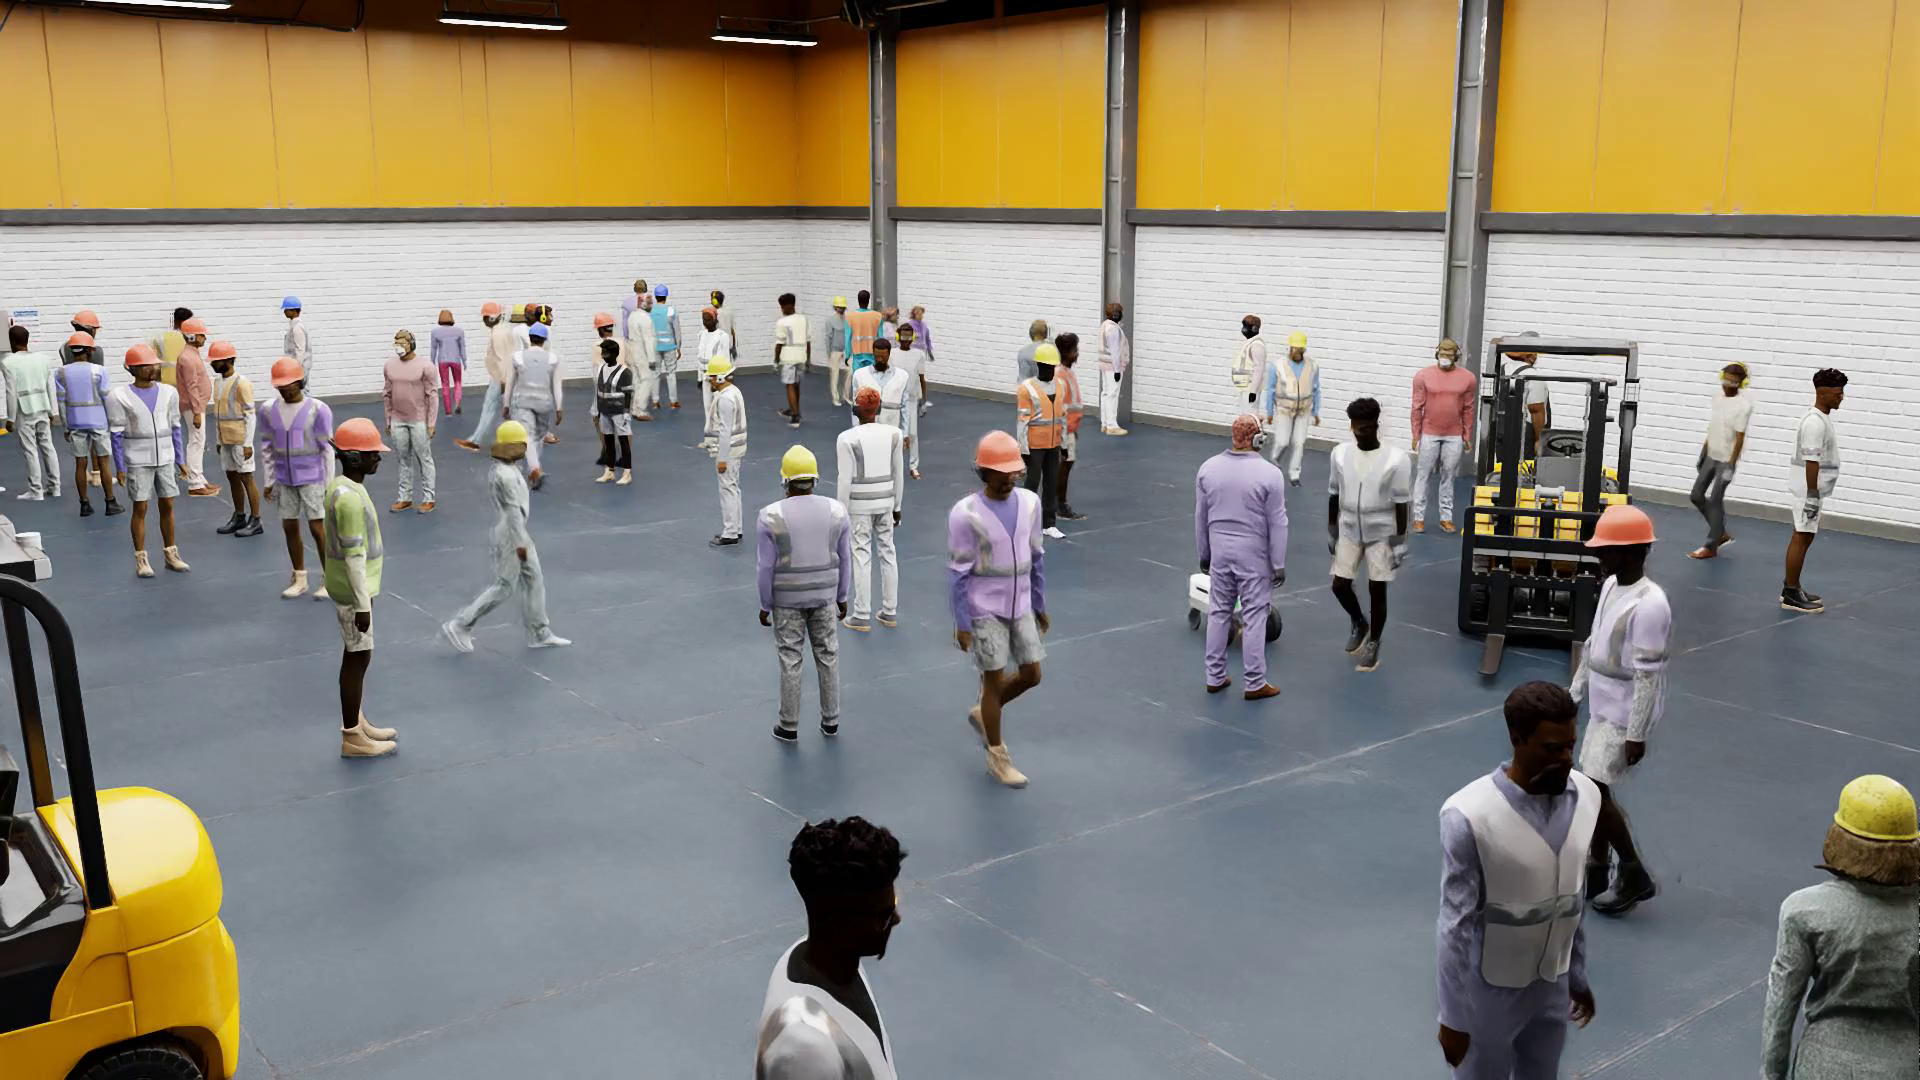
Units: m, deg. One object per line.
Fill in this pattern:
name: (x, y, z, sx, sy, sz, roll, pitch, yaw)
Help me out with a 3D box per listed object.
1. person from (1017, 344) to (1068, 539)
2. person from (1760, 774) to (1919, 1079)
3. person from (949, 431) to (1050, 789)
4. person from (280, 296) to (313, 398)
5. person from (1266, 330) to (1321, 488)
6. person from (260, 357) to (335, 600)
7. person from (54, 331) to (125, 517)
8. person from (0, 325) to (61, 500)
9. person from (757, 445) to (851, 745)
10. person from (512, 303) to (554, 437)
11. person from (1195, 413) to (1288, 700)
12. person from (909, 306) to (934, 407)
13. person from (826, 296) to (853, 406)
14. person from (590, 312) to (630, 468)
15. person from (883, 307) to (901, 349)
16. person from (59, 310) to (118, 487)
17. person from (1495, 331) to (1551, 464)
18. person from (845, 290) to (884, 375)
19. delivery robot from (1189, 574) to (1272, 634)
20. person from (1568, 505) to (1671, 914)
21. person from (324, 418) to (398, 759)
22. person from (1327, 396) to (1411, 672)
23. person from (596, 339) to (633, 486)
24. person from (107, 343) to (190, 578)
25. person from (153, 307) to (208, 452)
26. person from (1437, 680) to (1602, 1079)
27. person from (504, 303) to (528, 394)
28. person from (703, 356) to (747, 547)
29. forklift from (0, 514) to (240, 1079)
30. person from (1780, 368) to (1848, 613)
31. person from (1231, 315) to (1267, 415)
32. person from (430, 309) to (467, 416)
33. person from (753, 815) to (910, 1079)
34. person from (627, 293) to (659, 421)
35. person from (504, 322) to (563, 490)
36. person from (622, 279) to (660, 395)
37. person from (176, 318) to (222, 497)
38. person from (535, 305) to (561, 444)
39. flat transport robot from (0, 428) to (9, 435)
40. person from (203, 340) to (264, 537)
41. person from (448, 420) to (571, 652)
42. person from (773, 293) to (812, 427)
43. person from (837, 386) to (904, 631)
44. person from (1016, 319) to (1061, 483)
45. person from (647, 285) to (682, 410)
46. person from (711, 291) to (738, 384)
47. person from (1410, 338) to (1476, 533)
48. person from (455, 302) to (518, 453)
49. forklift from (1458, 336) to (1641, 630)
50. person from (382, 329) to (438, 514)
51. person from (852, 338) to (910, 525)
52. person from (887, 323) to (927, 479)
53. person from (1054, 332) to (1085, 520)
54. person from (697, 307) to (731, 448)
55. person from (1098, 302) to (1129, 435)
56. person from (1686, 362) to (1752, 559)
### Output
person: (0.816, -0.941, 16.093, 0.581, 1.919, 0.393, -9, 15, -38)
person: (2.531, 1.512, 4.705, 0.496, 1.732, 0.383, 3, 12, 16)
person: (0.208, 0.375, 9.449, 0.640, 2.031, 0.563, -8, 14, -33)
person: (-9.208, -2.422, 23.156, 0.382, 1.949, 0.605, -5, 13, -23)
person: (3.812, -1.502, 19.054, 0.609, 1.813, 0.526, -1, 12, -5)
person: (-5.436, -0.496, 13.672, 0.621, 2.020, 0.454, 2, 12, 8)
person: (-9.068, -1.203, 17.322, 0.542, 1.928, 0.374, -2, 12, -9)
person: (-10.195, -1.392, 18.261, 0.371, 1.915, 0.597, 4, 12, 19)
person: (-0.952, 0.334, 10.119, 0.590, 1.837, 0.404, -5, 13, -22)
person: (-5.838, -2.304, 22.775, 0.574, 1.876, 0.355, -10, 15, -40)
person: (1.886, 0.104, 11.059, 0.652, 1.906, 0.403, 9, 15, 37)
person: (-0.756, -2.952, 26.586, 0.872, 1.595, 0.513, 9, 14, 36)
person: (-1.875, -2.979, 26.314, 0.557, 1.748, 0.525, -8, 14, -32)
person: (-4.314, -1.838, 20.427, 0.658, 1.907, 0.582, 11, 16, 42)
person: (-1.092, -2.790, 25.719, 0.469, 1.625, 0.528, 7, 13, 29)
person: (-9.970, -1.614, 19.070, 0.612, 2.029, 0.409, 5, 13, 21)
person: (5.491, -1.034, 16.228, 0.536, 2.000, 0.676, -5, 13, -24)
person: (-1.439, -2.796, 25.035, 0.600, 1.917, 0.376, -2, 12, -10)
delivery robot: (2.037, 0.421, 12.560, 0.477, 0.478, 0.707, -5, 14, -23)
person: (3.019, 0.785, 7.718, 0.407, 1.921, 0.567, 1, 12, 5)
person: (-3.552, 0.287, 9.887, 0.418, 2.035, 0.601, -5, 13, -22)
person: (2.852, -0.045, 11.672, 0.633, 1.942, 0.466, 9, 14, 36)
person: (-3.998, -1.475, 19.206, 0.531, 1.692, 0.320, 7, 14, 32)
person: (-7.102, -0.701, 14.601, 0.356, 2.047, 0.615, 10, 15, 40)
person: (-10.010, -2.009, 21.270, 0.636, 1.924, 0.856, -3, 12, -14)
person: (1.679, 1.343, 5.063, 0.602, 1.916, 0.390, -6, 13, -28)
person: (-6.491, -2.625, 24.637, 0.492, 1.742, 0.319, -1, 12, -5)
person: (-2.233, -0.843, 15.851, 0.403, 1.821, 0.601, 0, 12, -1)
forklift: (-3.687, 1.115, 5.480, 2.313, 2.155, 1.214, -9, 15, -36)
person: (6.870, -0.410, 13.397, 0.362, 1.962, 0.614, 6, 13, 25)
person: (3.627, -1.906, 20.921, 0.429, 1.843, 0.634, 0, 12, -2)
person: (-7.752, -2.682, 25.191, 0.531, 1.615, 0.345, -4, 13, -21)
person: (-0.293, 1.570, 3.837, 0.368, 1.962, 0.613, 0, 12, -1)
person: (-4.696, -2.717, 24.733, 0.394, 1.890, 0.676, -6, 13, -29)
person: (-4.860, -1.529, 19.007, 0.667, 1.894, 0.925, -4, 12, -18)
person: (-5.333, -3.397, 27.887, 0.634, 1.937, 0.355, 1, 12, 4)
person: (-8.471, -1.470, 18.486, 0.403, 1.987, 0.608, -5, 13, -23)
person: (-5.608, -2.230, 22.442, 0.331, 1.863, 0.509, -4, 12, -18)
flat transport robot: (-13.757, -1.455, 22.558, 0.652, 0.197, 1.431, 3, 12, 15)
person: (-7.123, -0.989, 16.266, 0.551, 1.932, 0.376, 8, 14, 34)
person: (-3.326, -0.022, 12.136, 0.790, 1.714, 0.485, -2, 12, -9)
person: (-2.527, -2.637, 24.282, 0.789, 1.910, 0.648, 10, 16, 41)
person: (-0.696, -0.238, 12.768, 0.573, 1.883, 0.355, -7, 14, -32)
person: (0.864, -1.612, 19.348, 0.654, 1.901, 0.896, -7, 13, -29)
person: (-4.641, -3.003, 25.963, 0.605, 1.948, 0.391, 1, 12, 3)
person: (-3.873, -3.024, 26.376, 0.910, 1.825, 0.511, 7, 14, 31)
person: (4.765, -1.027, 16.456, 0.627, 1.936, 0.373, 0, 12, 2)
person: (-6.093, -2.100, 21.577, 0.982, 1.946, 0.661, -1, 12, -6)
forklift: (4.683, -0.471, 13.136, 1.214, 2.155, 2.313, 4, 12, 20)
person: (-5.774, -1.243, 17.488, 0.629, 1.940, 0.373, 3, 12, 13)
person: (-0.801, -1.093, 16.828, 0.587, 1.913, 0.393, -2, 12, -9)
person: (-0.648, -1.623, 19.531, 0.511, 1.860, 0.341, -1, 12, -7)
person: (1.093, -1.173, 17.114, 0.379, 1.967, 0.627, 1, 12, 5)
person: (-3.241, -2.123, 21.889, 0.581, 1.878, 0.361, 10, 15, 41)
person: (2.156, -2.402, 23.311, 0.429, 1.846, 0.632, -2, 12, -8)
person: (6.937, -0.718, 15.186, 0.441, 1.846, 0.578, -2, 12, -11)
